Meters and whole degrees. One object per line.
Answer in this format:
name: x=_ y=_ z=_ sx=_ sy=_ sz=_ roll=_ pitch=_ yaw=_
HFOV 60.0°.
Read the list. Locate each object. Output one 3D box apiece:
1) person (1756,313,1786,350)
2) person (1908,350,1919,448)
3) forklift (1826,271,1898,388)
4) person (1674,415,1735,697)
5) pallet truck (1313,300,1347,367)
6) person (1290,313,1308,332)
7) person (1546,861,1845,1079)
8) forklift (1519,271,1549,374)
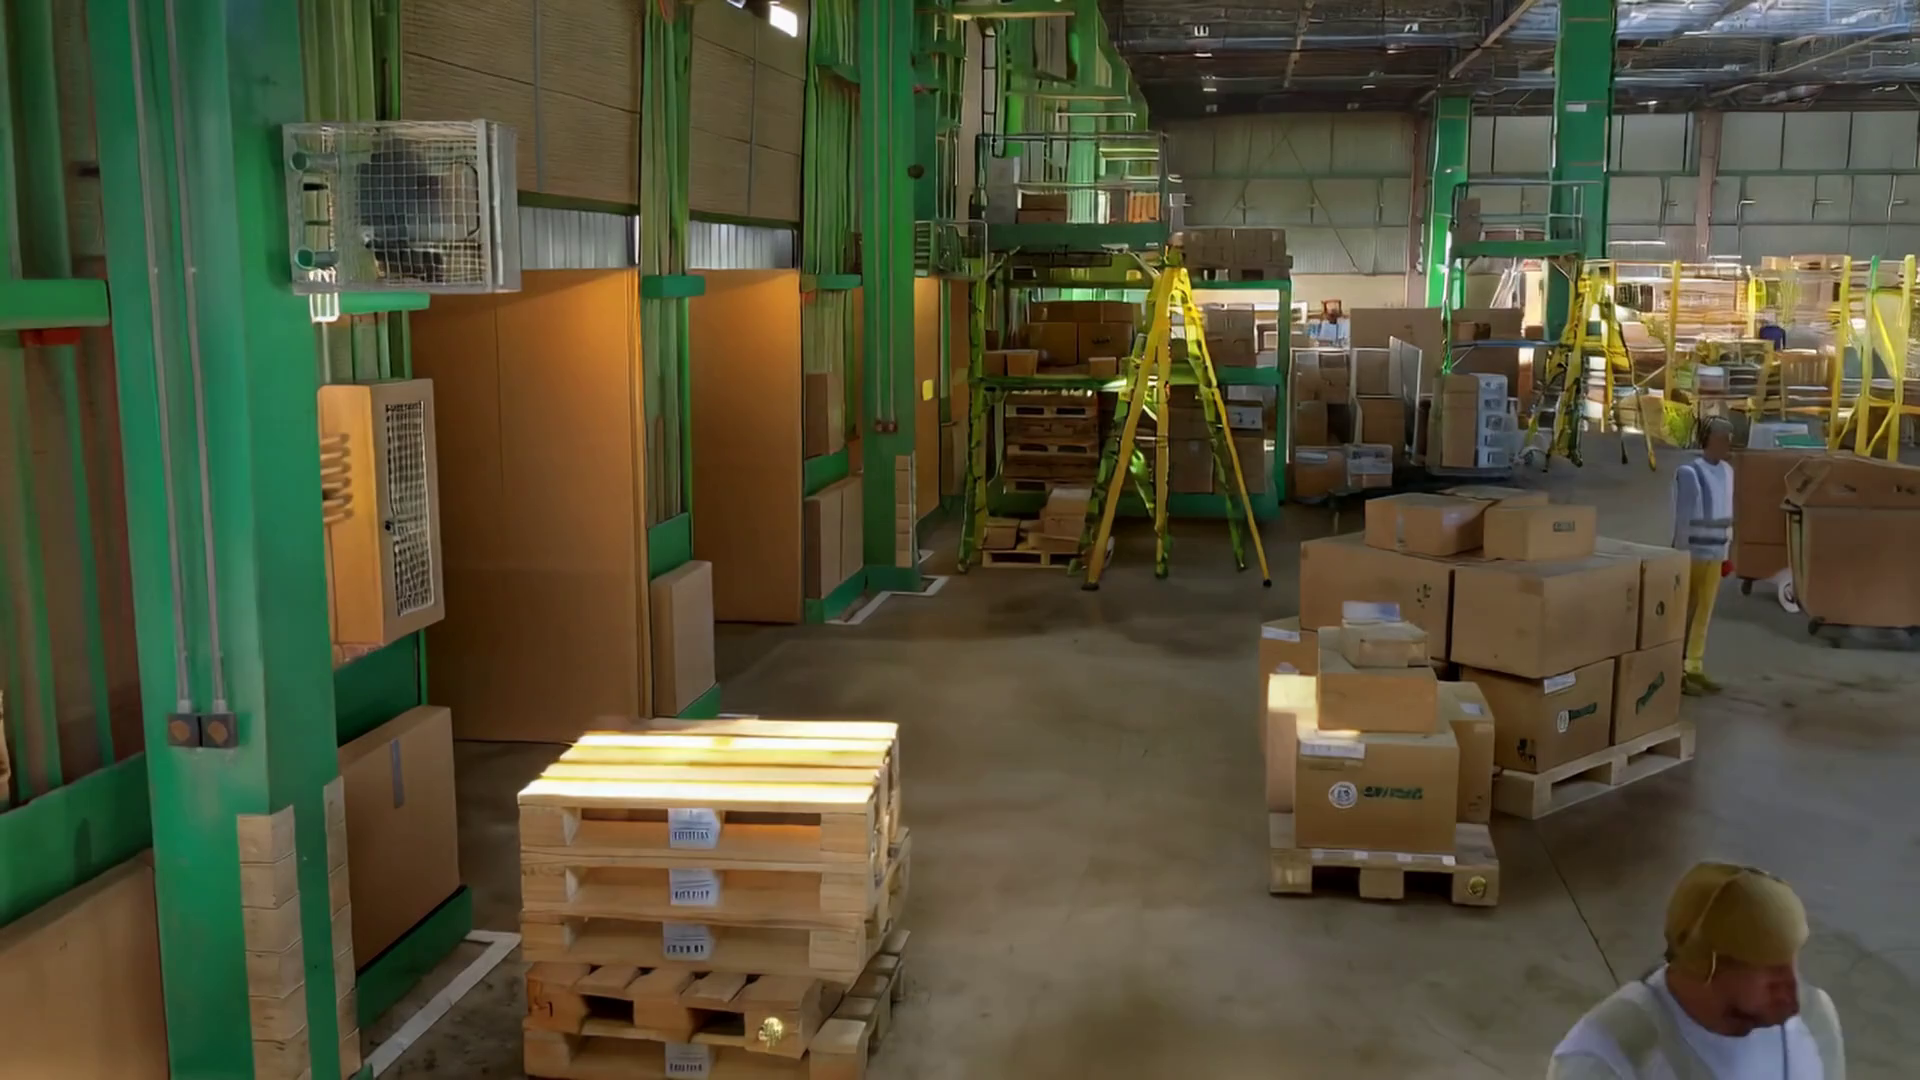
person: x=17.790 y=-4.030 z=36.569 sx=0.638 sy=1.920 sz=0.454 roll=1 pitch=9 yaw=8
person: x=15.511 y=-2.343 z=26.748 sx=0.323 sy=1.736 sz=0.488 roll=4 pitch=10 yaw=25
forklift: x=21.069 y=-4.771 z=38.191 sx=1.873 sy=2.768 sz=1.129 roll=1 pitch=9 yaw=9
person: x=4.994 y=0.104 z=11.190 sx=0.579 sy=1.882 sz=0.342 roll=-7 pitch=11 yaw=-36
pallet truck: x=11.159 y=-6.200 z=49.718 sx=0.823 sy=1.965 sz=1.885 roll=4 pitch=10 yaw=26
person: x=9.242 y=-5.393 z=45.732 sx=0.786 sy=1.660 sz=0.555 roll=-9 pitch=13 yaw=-43
person: x=1.364 y=1.443 z=3.215 sx=0.620 sy=1.805 sz=0.941 roll=-4 pitch=10 yaw=-25
forklift: x=15.894 y=-5.998 z=45.760 sx=1.873 sy=2.768 sz=1.129 roll=-3 pitch=10 yaw=-19
